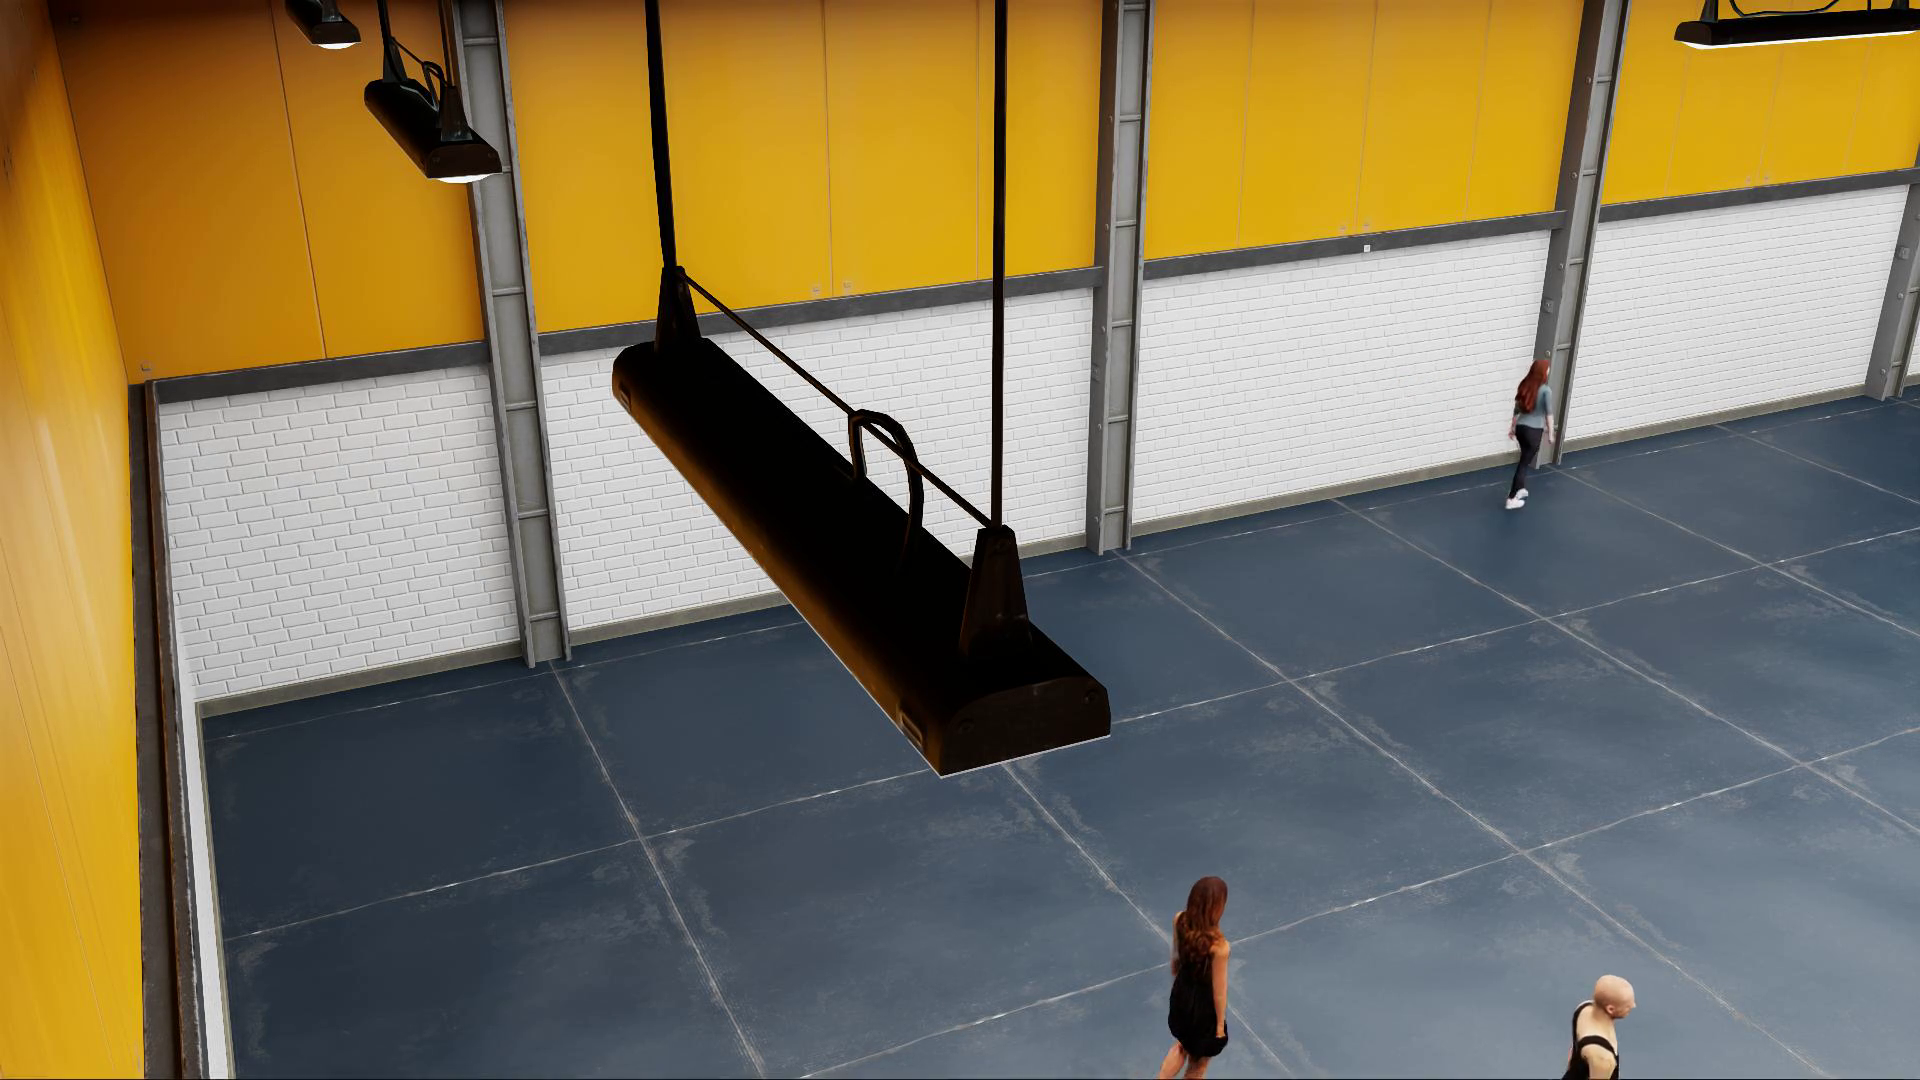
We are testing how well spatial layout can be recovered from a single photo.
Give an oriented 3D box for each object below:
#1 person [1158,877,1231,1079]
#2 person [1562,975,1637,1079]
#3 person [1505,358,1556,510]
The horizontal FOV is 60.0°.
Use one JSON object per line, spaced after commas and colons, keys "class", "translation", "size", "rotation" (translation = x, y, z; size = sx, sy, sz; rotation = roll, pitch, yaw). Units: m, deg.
{"class": "person", "translation": [1.271, 2.729, 9.476], "size": [0.847, 1.823, 0.680], "rotation": [-18, 29, -35]}
{"class": "person", "translation": [3.206, 3.025, 8.823], "size": [0.829, 1.804, 0.799], "rotation": [5, 24, 11]}
{"class": "person", "translation": [6.263, -1.157, 18.489], "size": [0.734, 1.723, 0.628], "rotation": [-13, 27, -27]}
